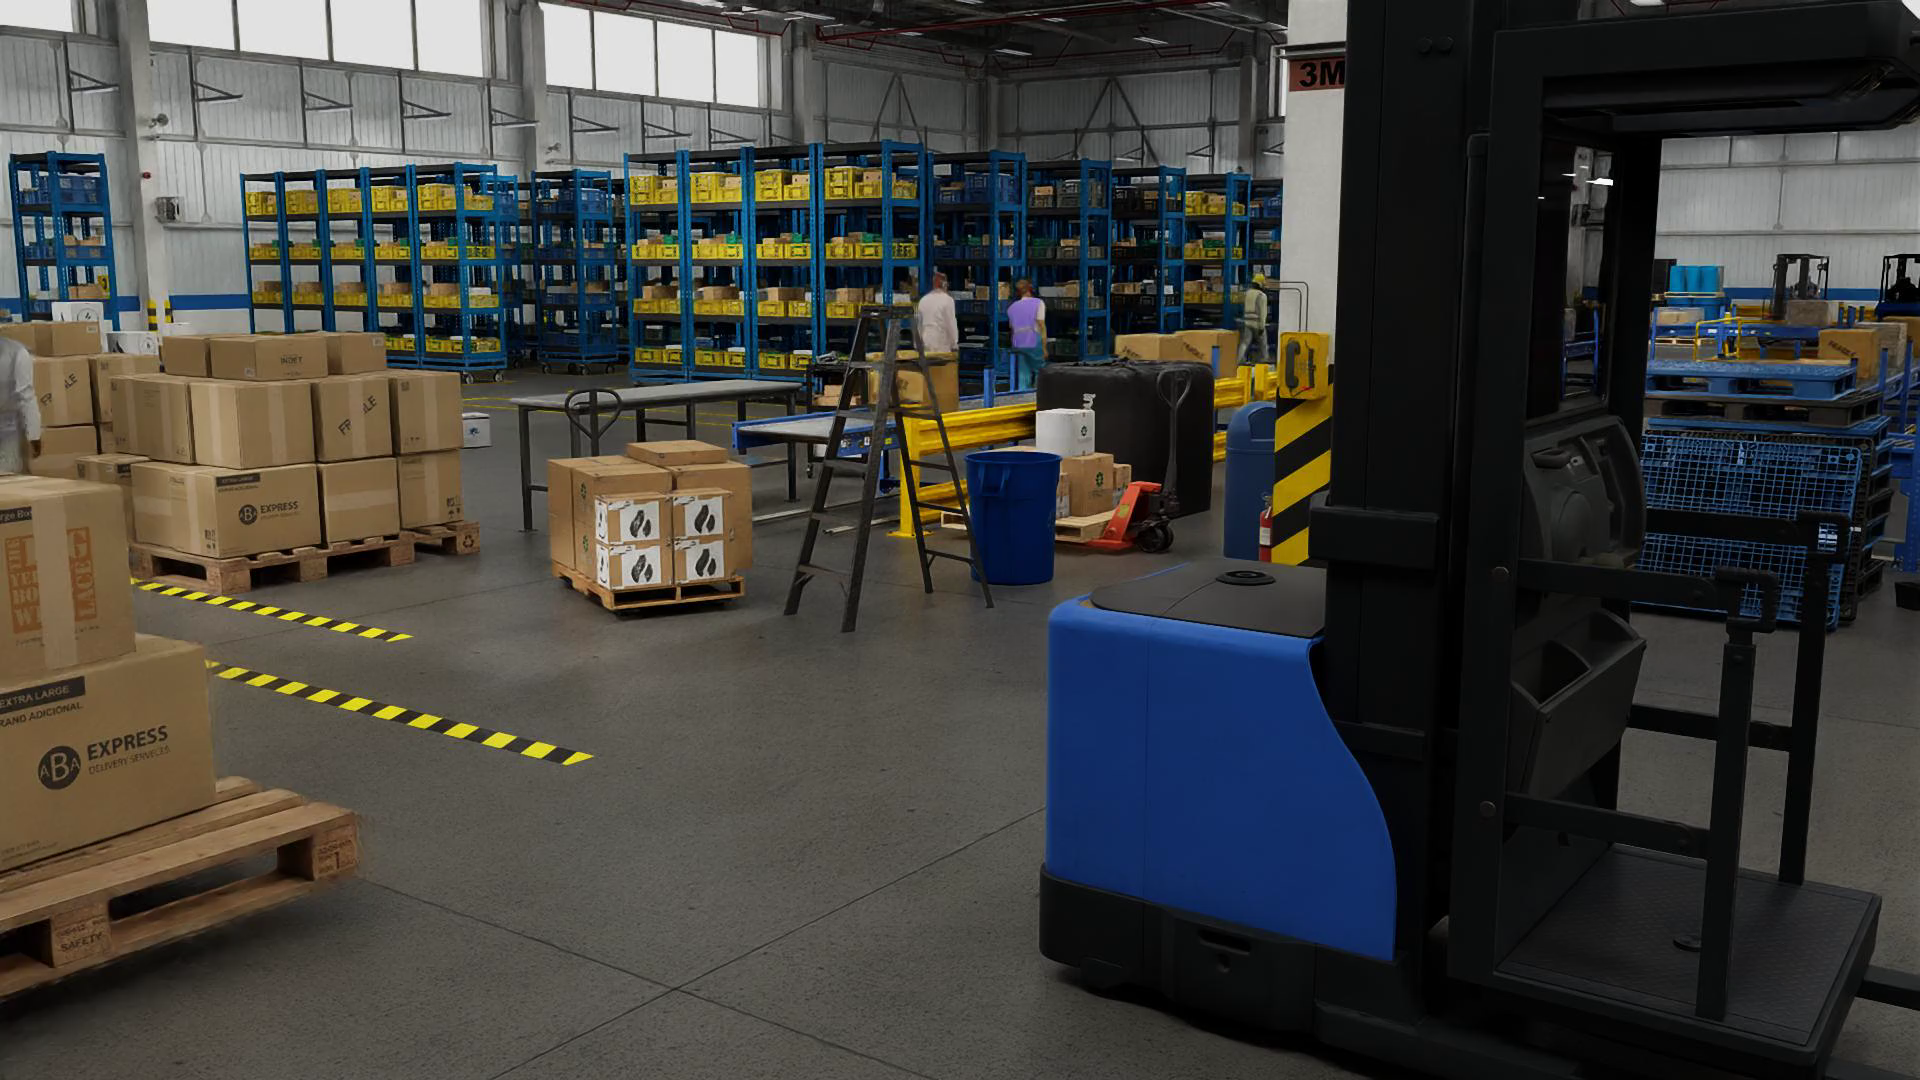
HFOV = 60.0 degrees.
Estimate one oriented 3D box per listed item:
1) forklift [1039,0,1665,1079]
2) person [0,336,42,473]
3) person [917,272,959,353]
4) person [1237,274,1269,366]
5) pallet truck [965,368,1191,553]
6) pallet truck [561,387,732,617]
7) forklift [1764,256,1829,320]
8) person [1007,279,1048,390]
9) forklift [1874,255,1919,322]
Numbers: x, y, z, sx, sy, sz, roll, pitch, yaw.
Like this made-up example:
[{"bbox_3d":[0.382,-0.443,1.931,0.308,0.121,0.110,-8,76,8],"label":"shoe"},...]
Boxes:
[{"bbox_3d":[1.249,-0.137,4.360,1.873,2.768,1.129,7,12,35],"label":"forklift"},{"bbox_3d":[-6.430,-0.715,11.001,0.664,1.801,0.520,-1,10,-6],"label":"person"},{"bbox_3d":[-0.329,-2.598,21.997,0.867,1.876,0.650,-8,12,-38],"label":"person"},{"bbox_3d":[5.348,-3.940,30.266,0.915,1.795,0.594,-8,12,-39],"label":"person"},{"bbox_3d":[0.845,-0.609,11.869,1.630,1.274,0.653,7,12,35],"label":"pallet truck"},{"bbox_3d":[-1.981,-0.274,10.088,0.680,1.201,1.601,-5,11,-28],"label":"pallet truck"},{"bbox_3d":[20.253,-5.854,40.139,1.157,1.987,2.680,7,12,35],"label":"forklift"},{"bbox_3d":[0.902,-2.407,21.111,0.660,1.788,0.764,5,11,29],"label":"person"},{"bbox_3d":[22.089,-5.634,38.796,1.157,1.987,2.680,6,11,33],"label":"forklift"}]
